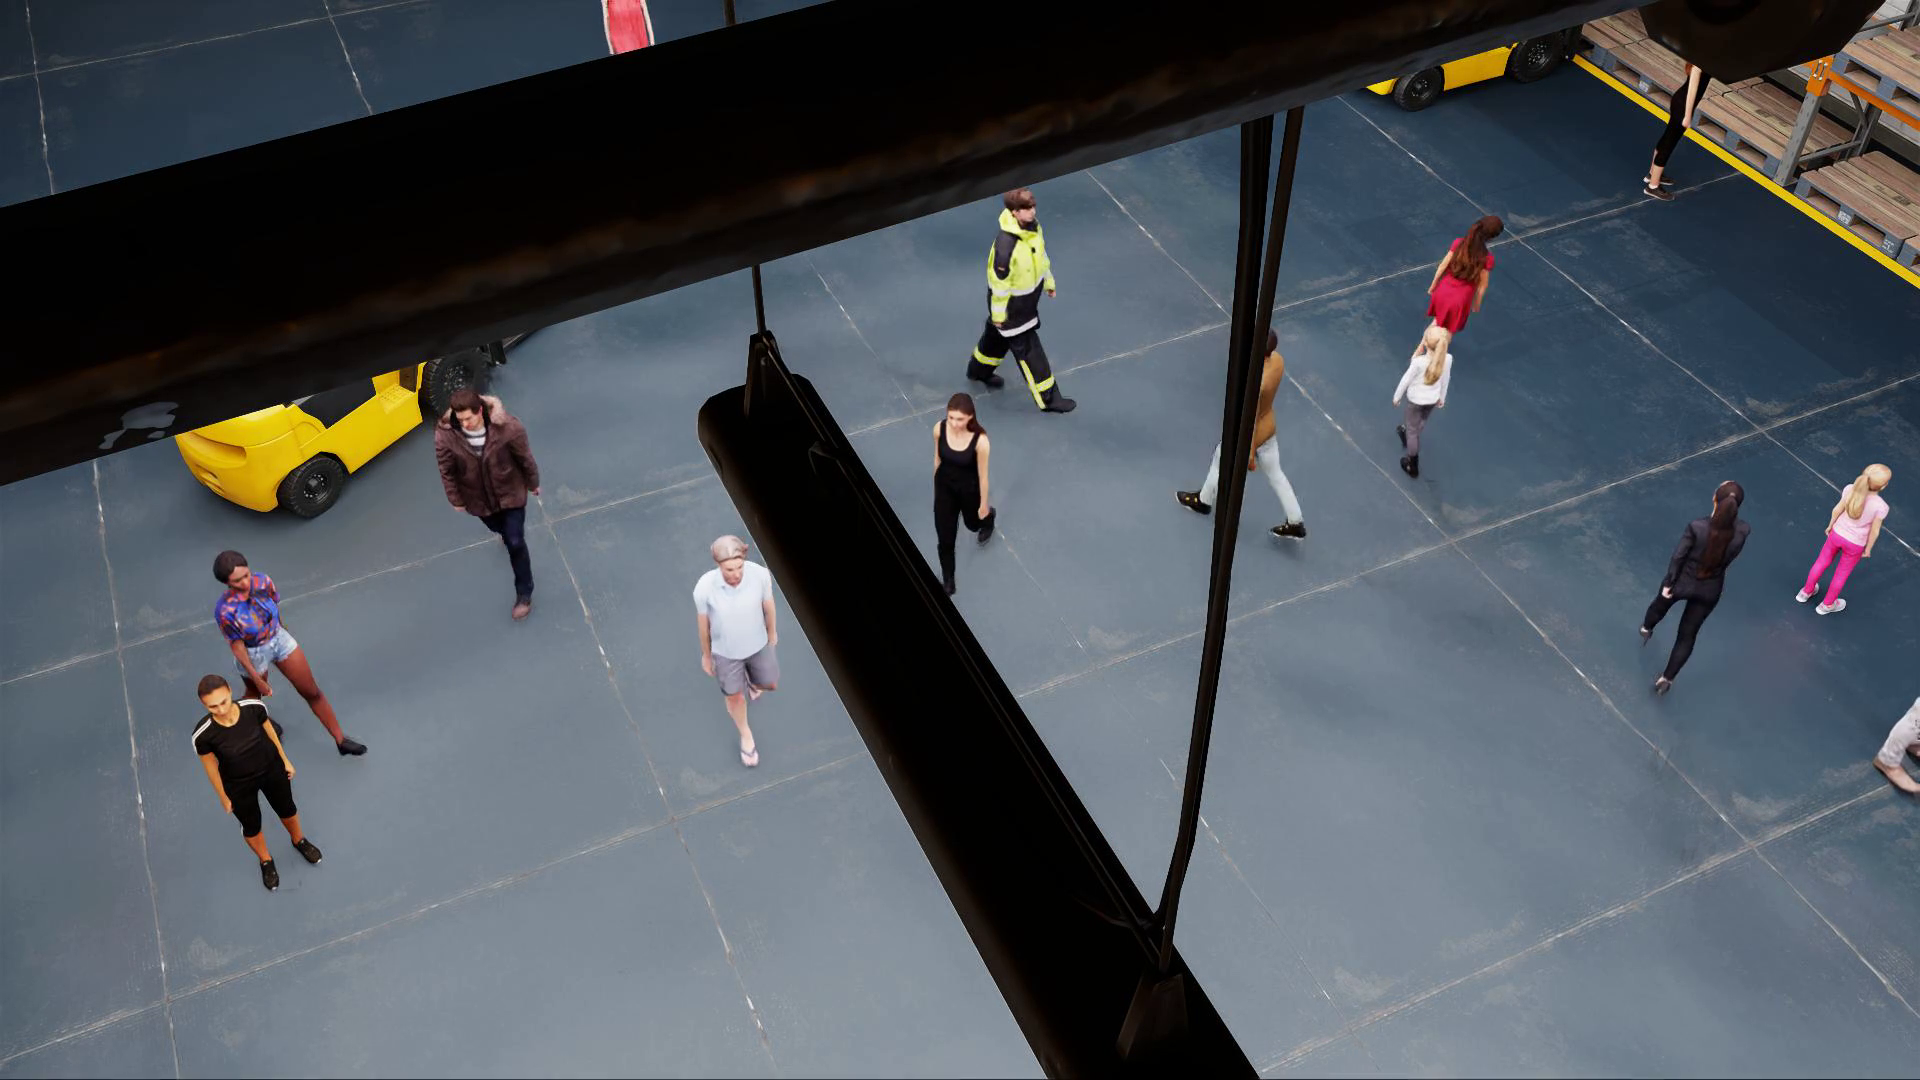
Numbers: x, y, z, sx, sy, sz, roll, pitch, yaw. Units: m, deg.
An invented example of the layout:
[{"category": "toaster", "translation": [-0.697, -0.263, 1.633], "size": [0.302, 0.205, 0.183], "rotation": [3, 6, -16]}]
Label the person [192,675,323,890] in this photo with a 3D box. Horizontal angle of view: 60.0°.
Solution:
[{"category": "person", "translation": [-4.080, 1.350, 9.582], "size": [0.632, 1.668, 0.590], "rotation": [-31, 52, -29]}]

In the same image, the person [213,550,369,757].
[{"category": "person", "translation": [-4.348, 0.682, 10.269], "size": [1.236, 1.688, 1.026], "rotation": [23, 48, 23]}]

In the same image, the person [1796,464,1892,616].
[{"category": "person", "translation": [6.044, -0.021, 11.309], "size": [0.579, 1.271, 0.494], "rotation": [-26, 49, -25]}]

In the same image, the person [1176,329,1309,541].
[{"category": "person", "translation": [2.149, -0.713, 11.670], "size": [1.333, 1.774, 1.030], "rotation": [27, 50, 26]}]

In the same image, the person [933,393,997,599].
[{"category": "person", "translation": [0.042, -0.371, 11.395], "size": [1.109, 1.659, 1.110], "rotation": [18, 46, 18]}]

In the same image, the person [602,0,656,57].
[{"category": "person", "translation": [-3.176, -4.812, 15.948], "size": [0.646, 1.808, 0.910], "rotation": [-14, 45, -14]}]

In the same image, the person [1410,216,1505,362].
[{"category": "person", "translation": [3.889, -1.919, 13.113], "size": [0.671, 1.531, 0.766], "rotation": [21, 48, 21]}]

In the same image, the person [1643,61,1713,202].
[{"category": "person", "translation": [6.573, -3.952, 15.105], "size": [0.703, 1.726, 0.645], "rotation": [15, 46, 15]}]

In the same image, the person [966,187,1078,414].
[{"category": "person", "translation": [0.348, -1.880, 12.779], "size": [1.340, 1.935, 1.269], "rotation": [15, 46, 15]}]

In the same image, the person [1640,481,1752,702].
[{"category": "person", "translation": [4.698, 0.365, 10.609], "size": [0.895, 1.678, 1.009], "rotation": [8, 44, 9]}]

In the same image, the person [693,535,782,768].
[{"category": "person", "translation": [-1.379, 0.578, 10.285], "size": [0.720, 1.815, 0.936], "rotation": [-12, 45, -13]}]

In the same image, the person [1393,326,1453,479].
[{"category": "person", "translation": [3.452, -1.013, 12.358], "size": [0.620, 1.259, 0.827], "rotation": [-8, 44, -8]}]

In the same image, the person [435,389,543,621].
[{"category": "person", "translation": [-3.168, -0.400, 11.325], "size": [1.019, 1.797, 1.295], "rotation": [-7, 44, -7]}]
